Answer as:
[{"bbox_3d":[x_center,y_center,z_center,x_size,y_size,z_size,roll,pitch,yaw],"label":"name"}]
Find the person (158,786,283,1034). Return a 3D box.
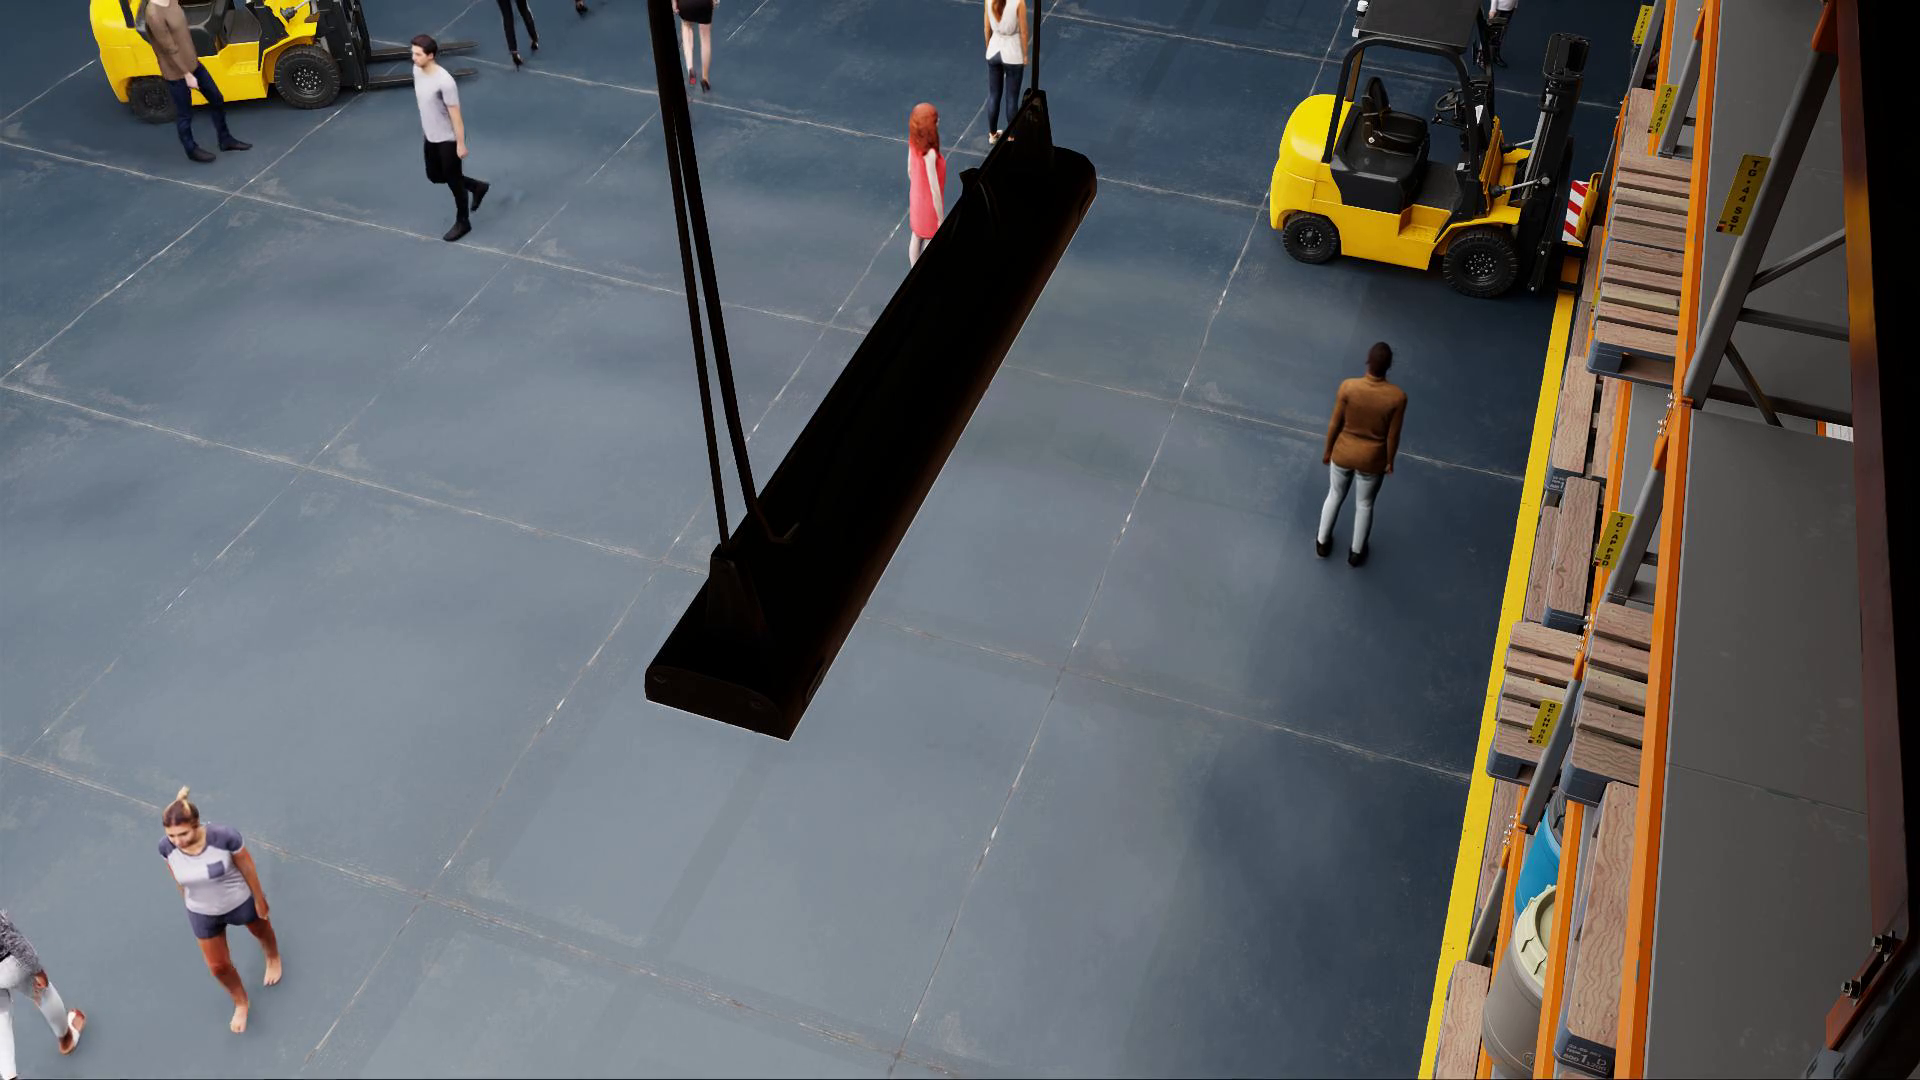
[{"bbox_3d":[-3.920,1.855,8.875,0.778,1.609,0.866,-9,44,-10],"label":"person"}]

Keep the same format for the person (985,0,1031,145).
[{"bbox_3d":[0.415,-4.471,15.388,0.603,1.784,0.558,20,47,20],"label":"person"}]

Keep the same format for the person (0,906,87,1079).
[{"bbox_3d":[-4.869,2.256,8.386,0.873,1.702,1.028,-7,44,-7],"label":"person"}]

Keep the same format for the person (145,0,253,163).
[{"bbox_3d":[-7.183,-4.309,15.158,0.829,1.867,0.819,5,44,5],"label":"person"}]

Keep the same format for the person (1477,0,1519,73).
[{"bbox_3d":[5.451,-5.369,16.696,0.578,1.279,0.641,-19,47,-19],"label":"person"}]

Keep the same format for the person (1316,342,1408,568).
[{"bbox_3d":[2.713,-0.570,11.272,0.631,1.815,0.537,16,46,16],"label":"person"}]

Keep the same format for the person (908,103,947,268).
[{"bbox_3d":[-0.281,-2.712,13.511,0.719,1.828,0.661,-18,47,-18],"label":"person"}]

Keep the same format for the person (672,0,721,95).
[{"bbox_3d":[-2.574,-5.135,16.082,0.678,1.788,0.689,0,44,0],"label":"person"}]

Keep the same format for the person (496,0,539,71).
[{"bbox_3d":[-4.539,-5.494,16.538,0.773,1.678,0.863,0,44,0],"label":"person"}]

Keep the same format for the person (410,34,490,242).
[{"bbox_3d":[-4.378,-3.504,14.322,0.843,1.855,0.964,30,51,28],"label":"person"}]
